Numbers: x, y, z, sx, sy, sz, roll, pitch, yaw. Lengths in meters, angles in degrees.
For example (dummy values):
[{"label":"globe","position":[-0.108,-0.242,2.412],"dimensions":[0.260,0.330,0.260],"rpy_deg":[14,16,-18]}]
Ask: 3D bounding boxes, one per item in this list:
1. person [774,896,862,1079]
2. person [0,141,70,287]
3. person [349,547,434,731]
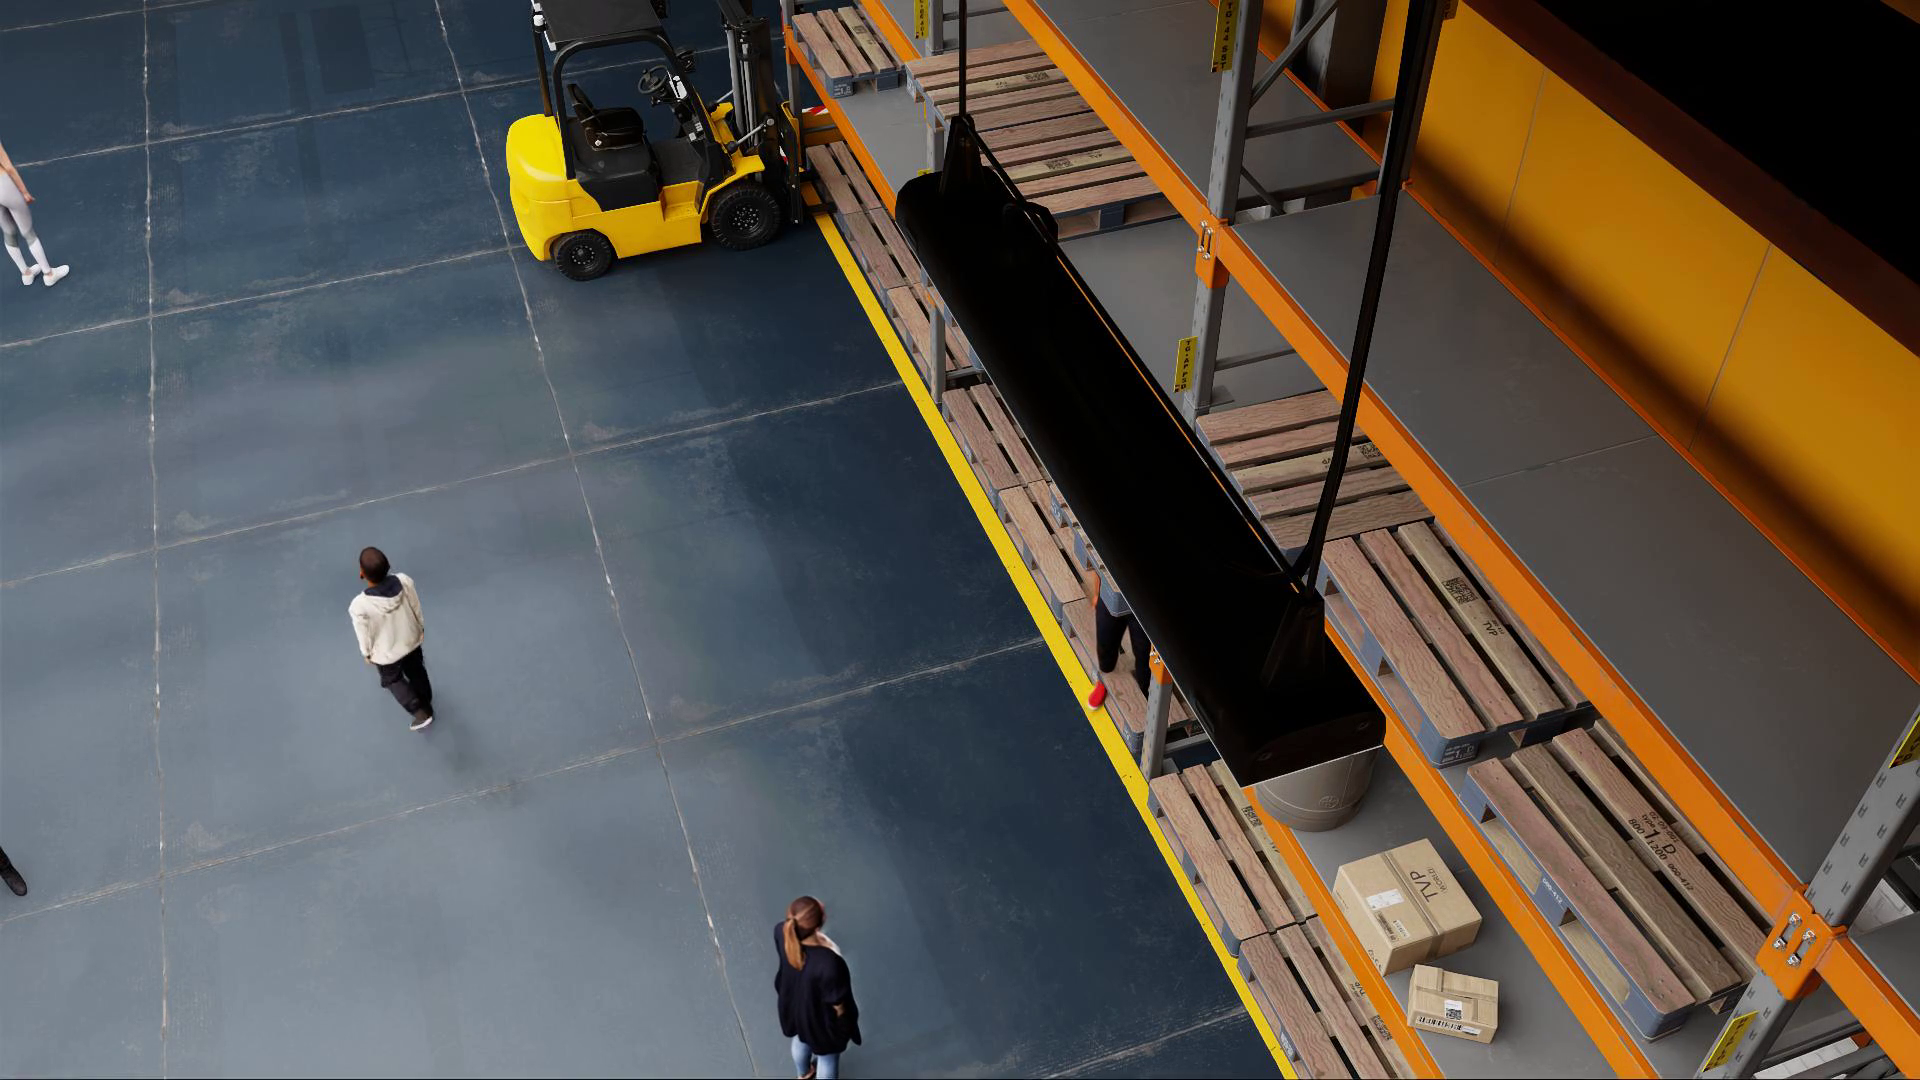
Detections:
[{"label":"person","position":[-0.740,2.335,8.346],"dimensions":[0.769,1.684,0.639],"rpy_deg":[-34,53,-31]},{"label":"person","position":[-7.950,-2.874,13.801],"dimensions":[0.656,1.702,0.678],"rpy_deg":[5,44,5]},{"label":"person","position":[-3.457,0.658,10.282],"dimensions":[0.778,1.441,0.721],"rpy_deg":[33,53,30]}]
